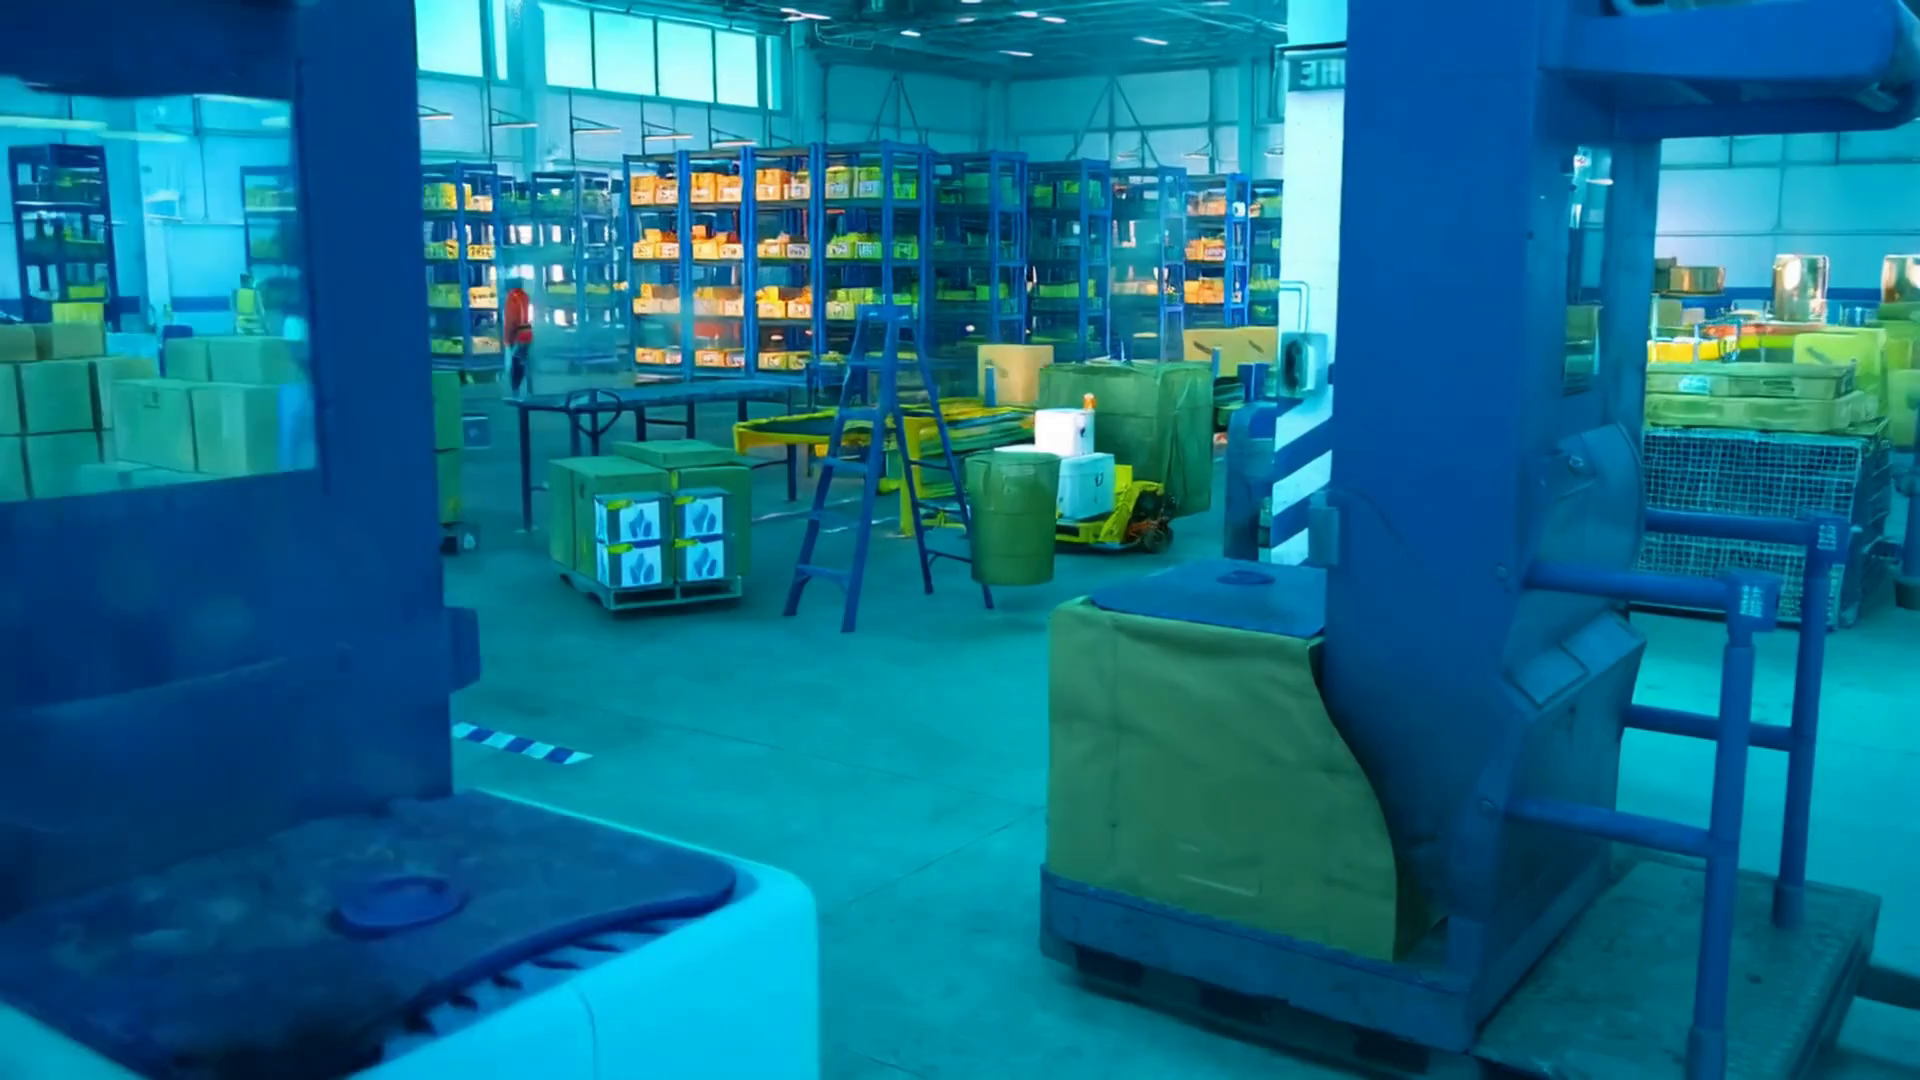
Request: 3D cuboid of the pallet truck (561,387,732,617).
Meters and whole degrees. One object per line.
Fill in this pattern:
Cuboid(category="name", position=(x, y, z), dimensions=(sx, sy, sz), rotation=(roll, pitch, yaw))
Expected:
Cuboid(category="pallet truck", position=(-1.981, -0.274, 10.088), dimensions=(0.680, 1.201, 1.601), rotation=(-5, 11, -28))

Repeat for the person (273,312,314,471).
Cuboid(category="person", position=(-3.464, -0.341, 8.947), dimensions=(0.379, 1.754, 0.525), rotation=(2, 10, 14))

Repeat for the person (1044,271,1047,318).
Cuboid(category="person", position=(1.982, -5.602, 39.981), dimensions=(0.566, 1.846, 0.387), rotation=(7, 12, 37))

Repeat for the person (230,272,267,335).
Cuboid(category="person", position=(-12.133, -3.656, 28.453), dimensions=(0.592, 1.825, 0.404), rotation=(1, 10, 4))

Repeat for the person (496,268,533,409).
Cuboid(category="person", position=(-6.172, -2.743, 22.751), dimensions=(0.777, 1.920, 0.631), rotation=(0, 10, 2))

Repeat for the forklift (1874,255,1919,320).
Cuboid(category="forklift", position=(22.089, -5.634, 38.796), dimensions=(1.157, 1.987, 2.680), rotation=(6, 11, 33))

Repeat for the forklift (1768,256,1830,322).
Cuboid(category="forklift", position=(20.253, -5.854, 40.139), dimensions=(1.157, 1.987, 2.680), rotation=(7, 12, 35))

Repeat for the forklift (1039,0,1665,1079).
Cuboid(category="forklift", position=(1.249, -0.137, 4.360), dimensions=(1.873, 2.768, 1.129), rotation=(7, 12, 35))

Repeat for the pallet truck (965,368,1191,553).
Cuboid(category="pallet truck", position=(0.845, -0.609, 11.869), dimensions=(1.630, 1.274, 0.653), rotation=(7, 12, 35))
